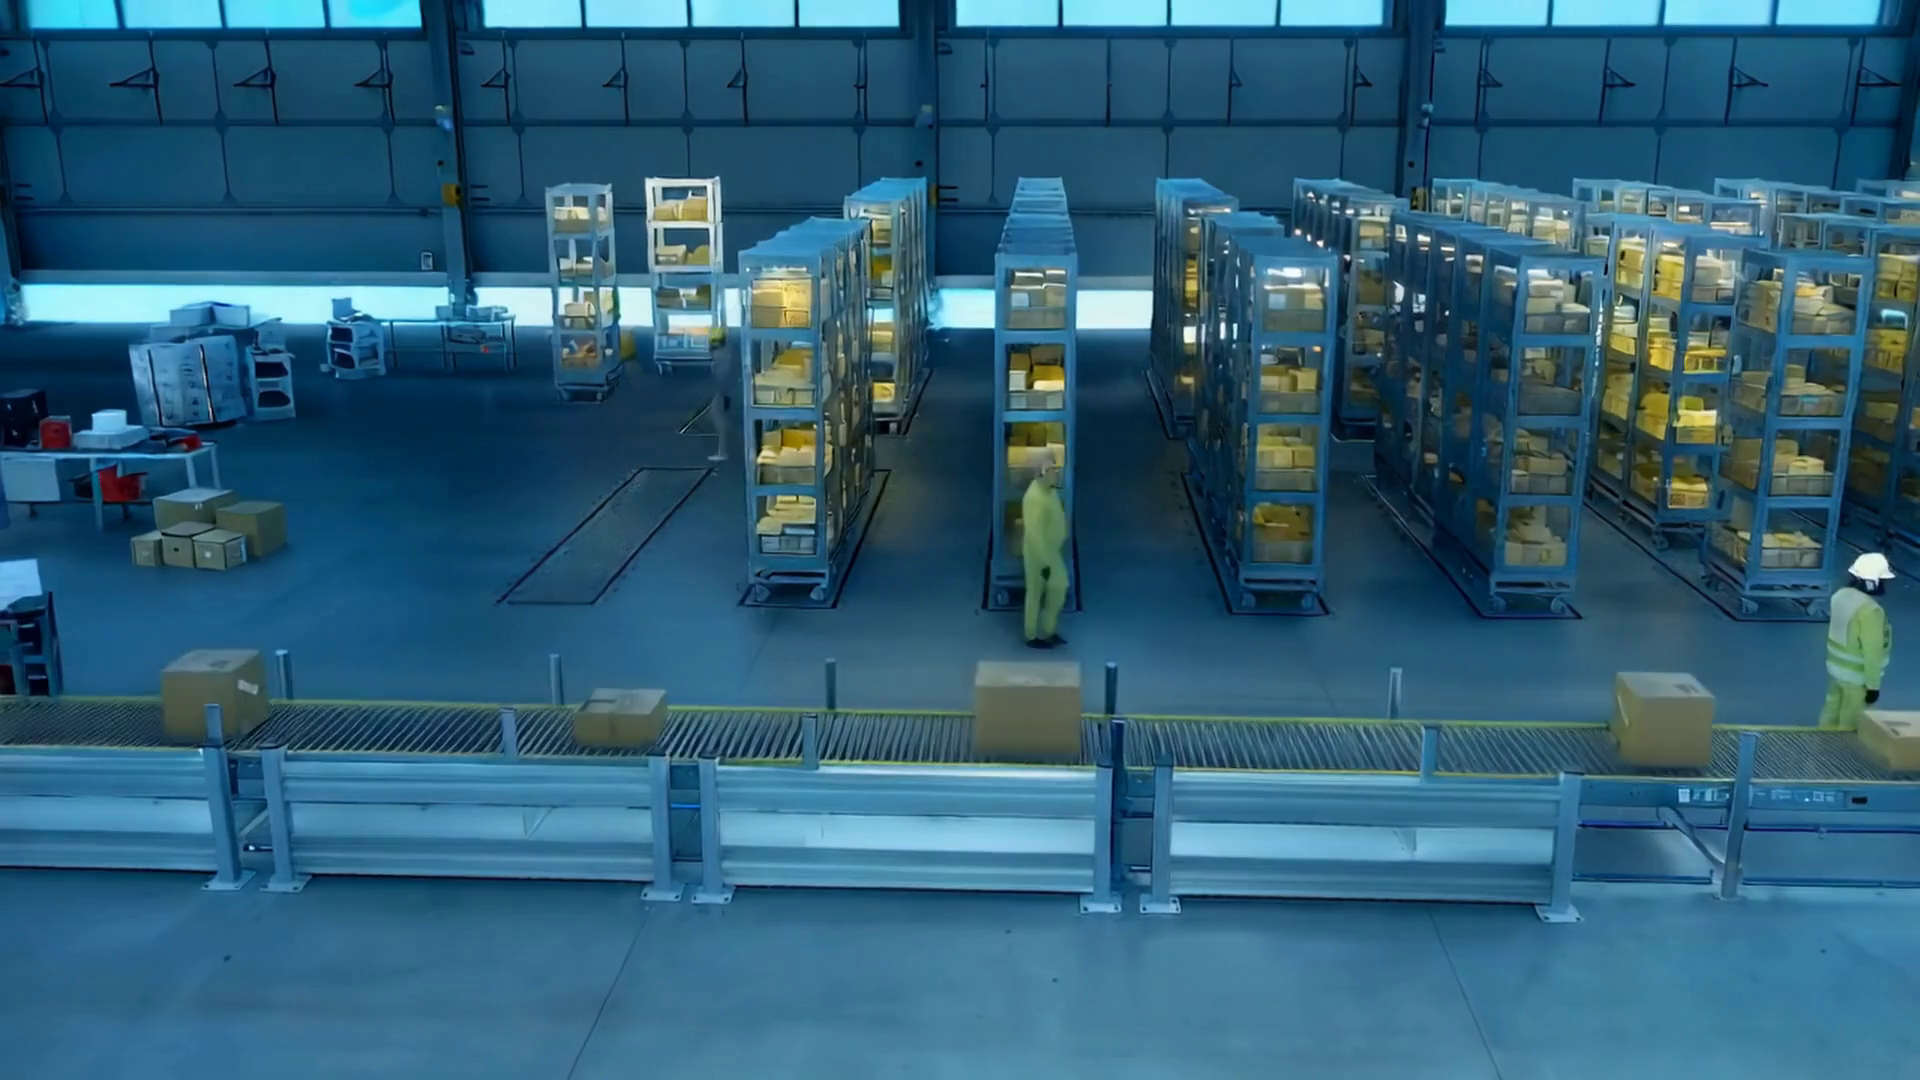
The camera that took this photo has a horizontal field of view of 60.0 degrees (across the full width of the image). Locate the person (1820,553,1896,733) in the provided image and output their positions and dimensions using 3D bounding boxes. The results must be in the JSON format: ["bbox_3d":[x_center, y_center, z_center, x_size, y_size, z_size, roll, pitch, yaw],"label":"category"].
[{"bbox_3d":[6.694,0.981,12.426,0.404,1.833,0.592,-1,15,-3],"label":"person"}]

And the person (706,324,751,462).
[{"bbox_3d":[-3.291,-2.069,23.475,0.557,1.976,0.638,-4,16,-15],"label":"person"}]

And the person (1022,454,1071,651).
[{"bbox_3d":[0.835,0.127,15.479,0.542,1.889,0.681,4,15,13],"label":"person"}]
